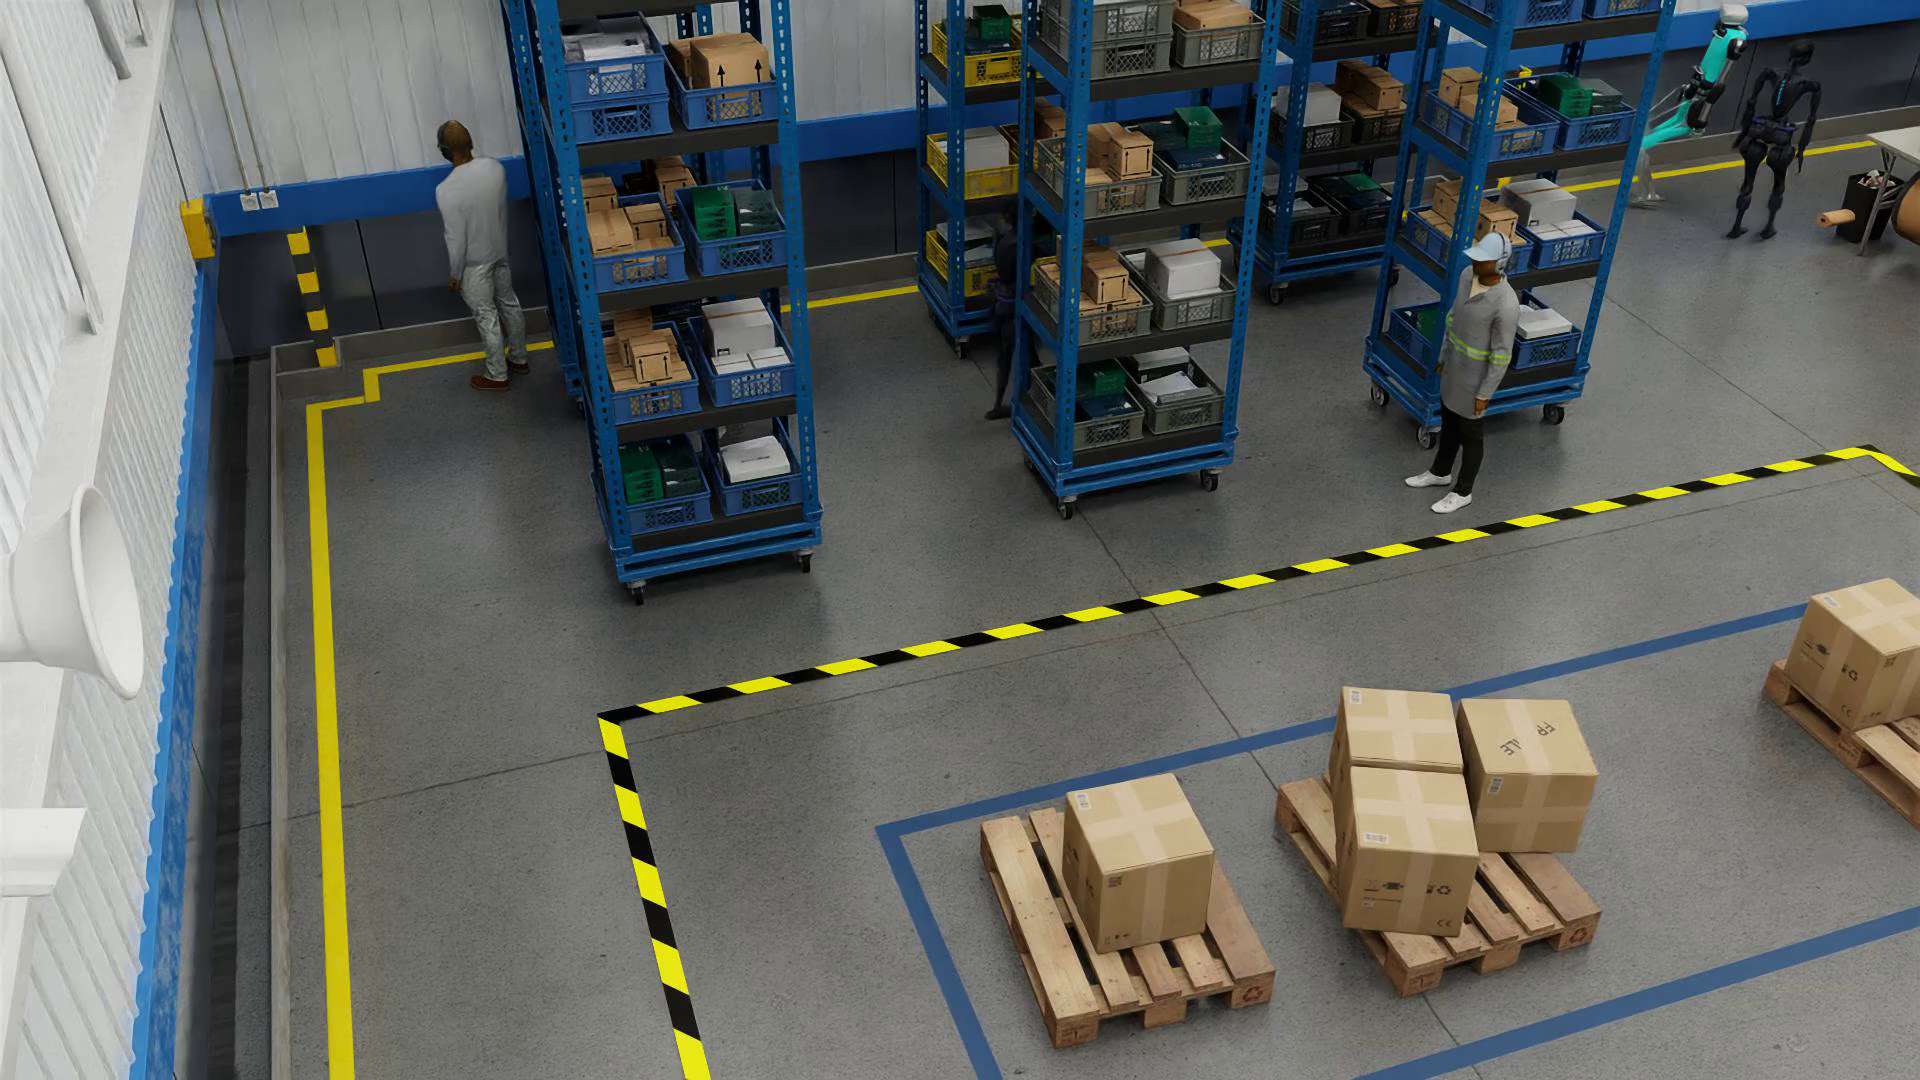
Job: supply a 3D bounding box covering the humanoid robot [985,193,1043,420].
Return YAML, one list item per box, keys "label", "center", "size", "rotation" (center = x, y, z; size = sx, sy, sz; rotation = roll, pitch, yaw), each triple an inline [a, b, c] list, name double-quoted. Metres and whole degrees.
- label: "humanoid robot"
  center: [0.347, -1.524, 10.992]
  size: [0.344, 1.654, 0.591]
  rotation: [-10, 36, -14]

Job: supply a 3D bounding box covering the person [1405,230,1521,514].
- label: "person"
  center: [3.084, -1.025, 10.135]
  size: [0.371, 1.852, 0.588]
  rotation: [-10, 36, -13]

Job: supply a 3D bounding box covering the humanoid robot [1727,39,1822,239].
- label: "humanoid robot"
  center: [6.547, -3.232, 13.414]
  size: [0.367, 1.654, 0.598]
  rotation: [-30, 45, -35]

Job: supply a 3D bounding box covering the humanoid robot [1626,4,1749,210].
- label: "humanoid robot"
  center: [5.932, -3.591, 13.851]
  size: [0.851, 1.738, 0.563]
  rotation: [3, 35, 4]

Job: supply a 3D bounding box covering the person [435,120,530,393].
- label: "person"
  center: [-3.271, -1.920, 11.335]
  size: [0.372, 1.933, 0.627]
  rotation: [14, 38, 19]
